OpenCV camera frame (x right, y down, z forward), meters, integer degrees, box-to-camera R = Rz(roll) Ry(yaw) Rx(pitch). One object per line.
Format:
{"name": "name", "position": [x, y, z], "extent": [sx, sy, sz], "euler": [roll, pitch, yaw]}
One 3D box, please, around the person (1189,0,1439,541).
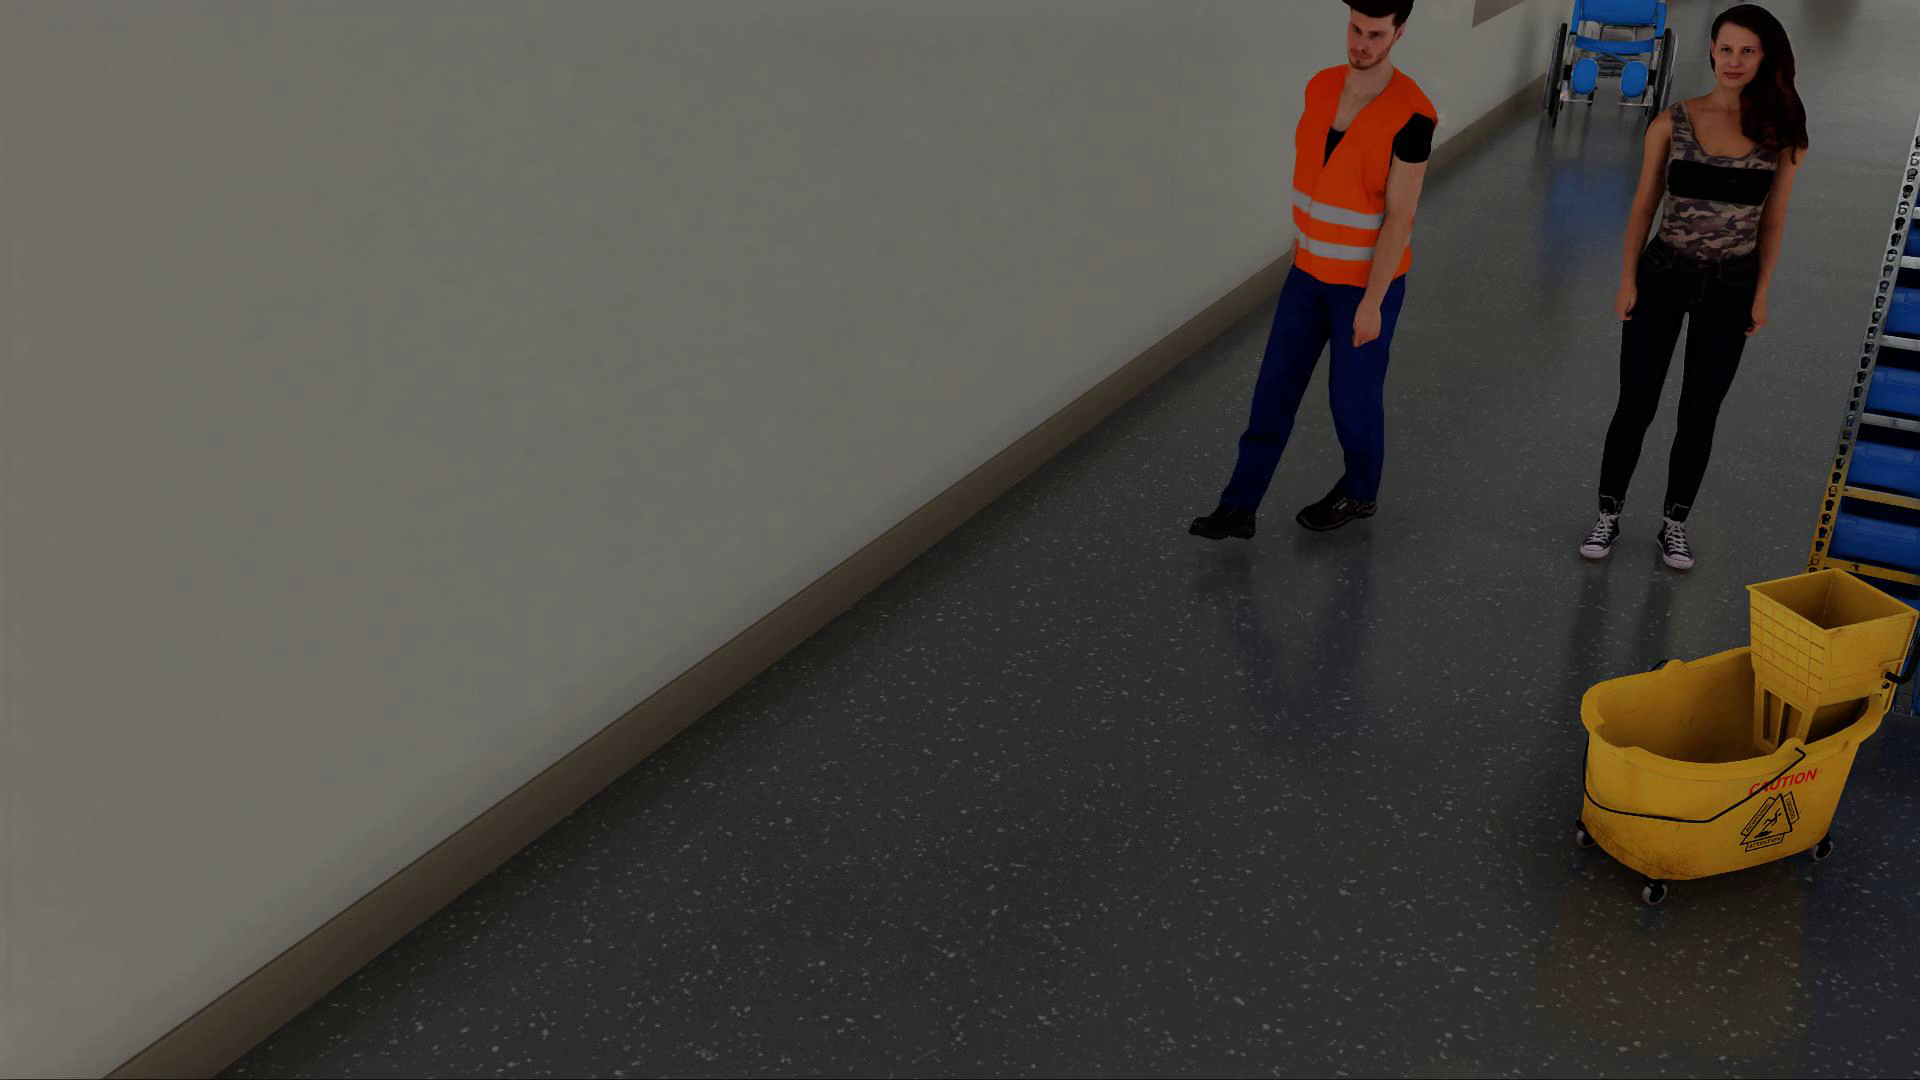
{"name": "person", "position": [1.295, -0.843, 5.290], "extent": [1.076, 1.841, 1.109], "euler": [-14, 29, -27]}

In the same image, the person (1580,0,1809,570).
{"name": "person", "position": [2.287, -0.762, 5.204], "extent": [0.531, 1.770, 0.709], "euler": [9, 27, 17]}
